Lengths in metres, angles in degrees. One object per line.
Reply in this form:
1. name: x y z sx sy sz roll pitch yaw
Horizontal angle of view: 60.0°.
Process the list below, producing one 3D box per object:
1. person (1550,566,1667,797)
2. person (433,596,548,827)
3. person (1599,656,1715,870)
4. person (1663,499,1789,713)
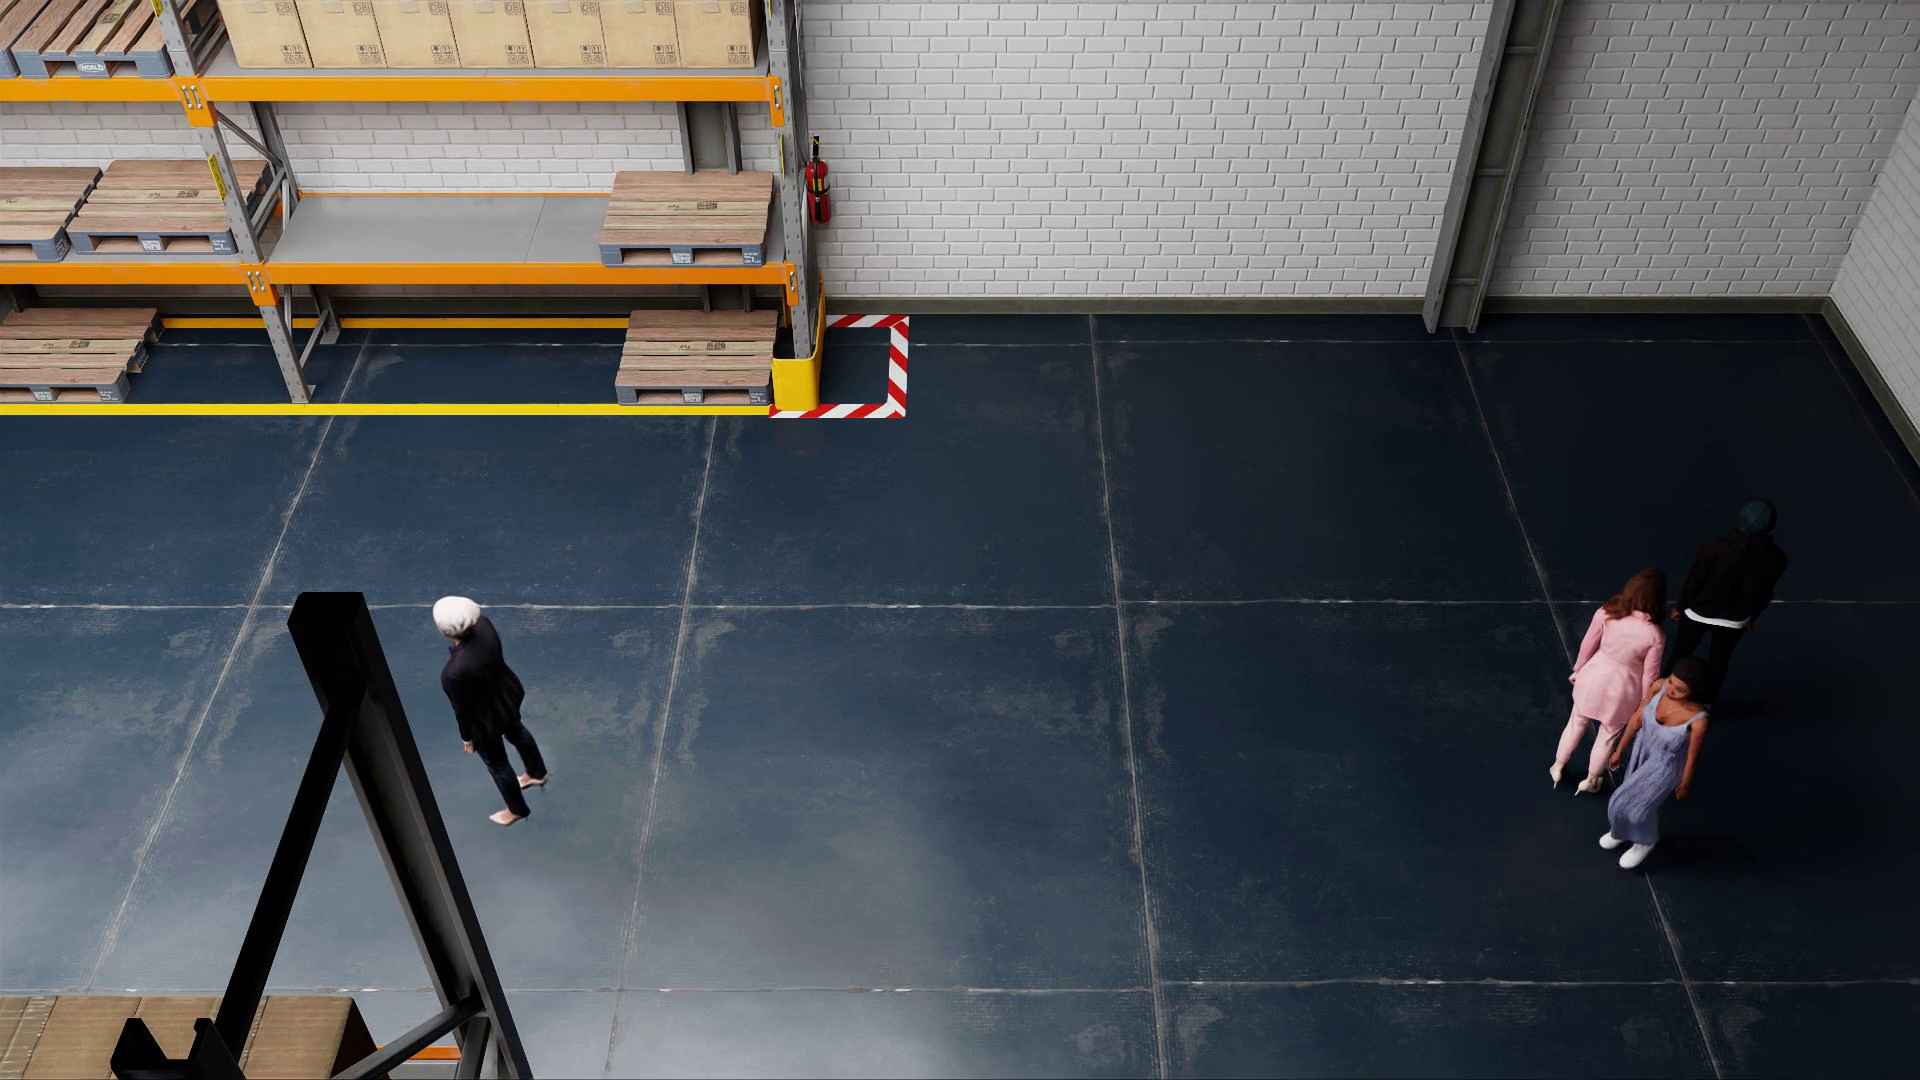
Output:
1. person: 3.813 0.867 9.782 0.657 1.802 0.752 27 50 25
2. person: -2.536 0.876 9.021 0.686 1.779 0.781 12 45 12
3. person: 4.053 1.223 9.496 0.756 1.680 0.676 -15 46 -15
4. person: 4.657 0.443 10.216 0.599 1.818 0.781 9 44 9
